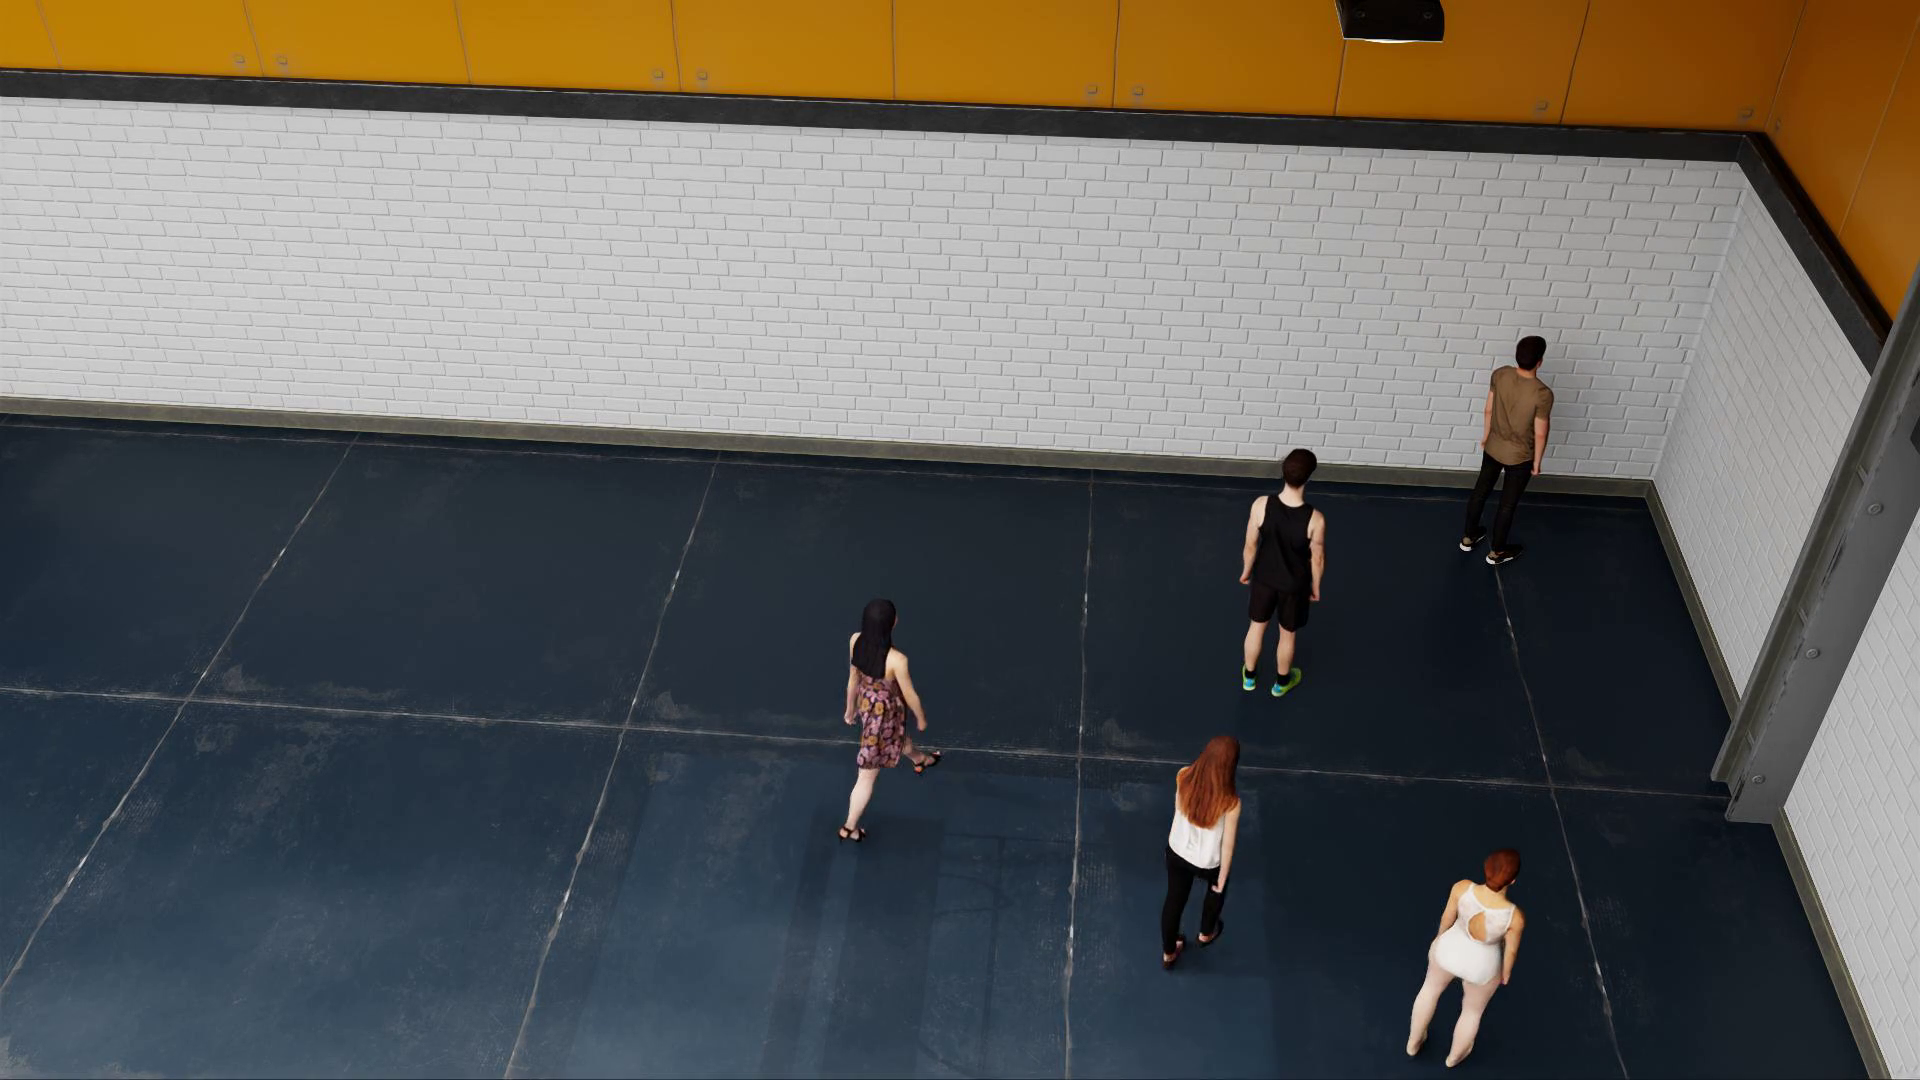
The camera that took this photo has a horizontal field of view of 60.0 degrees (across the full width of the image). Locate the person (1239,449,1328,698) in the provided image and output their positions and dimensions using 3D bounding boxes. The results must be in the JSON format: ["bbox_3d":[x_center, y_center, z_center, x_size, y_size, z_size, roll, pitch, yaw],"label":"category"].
[{"bbox_3d":[2.069,0.235,10.729,0.752,1.891,0.686,15,41,18],"label":"person"}]

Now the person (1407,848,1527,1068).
[{"bbox_3d":[2.580,2.158,8.521,0.653,1.640,0.665,23,44,26],"label":"person"}]

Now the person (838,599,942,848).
[{"bbox_3d":[-0.519,1.119,9.764,1.067,1.714,1.237,28,46,30],"label":"person"}]

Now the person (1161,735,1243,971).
[{"bbox_3d":[1.245,1.751,8.980,0.765,1.704,0.834,22,43,25],"label":"person"}]

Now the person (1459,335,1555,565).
[{"bbox_3d":[3.919,-0.653,11.873,0.800,1.850,0.740,-28,46,-30],"label":"person"}]
